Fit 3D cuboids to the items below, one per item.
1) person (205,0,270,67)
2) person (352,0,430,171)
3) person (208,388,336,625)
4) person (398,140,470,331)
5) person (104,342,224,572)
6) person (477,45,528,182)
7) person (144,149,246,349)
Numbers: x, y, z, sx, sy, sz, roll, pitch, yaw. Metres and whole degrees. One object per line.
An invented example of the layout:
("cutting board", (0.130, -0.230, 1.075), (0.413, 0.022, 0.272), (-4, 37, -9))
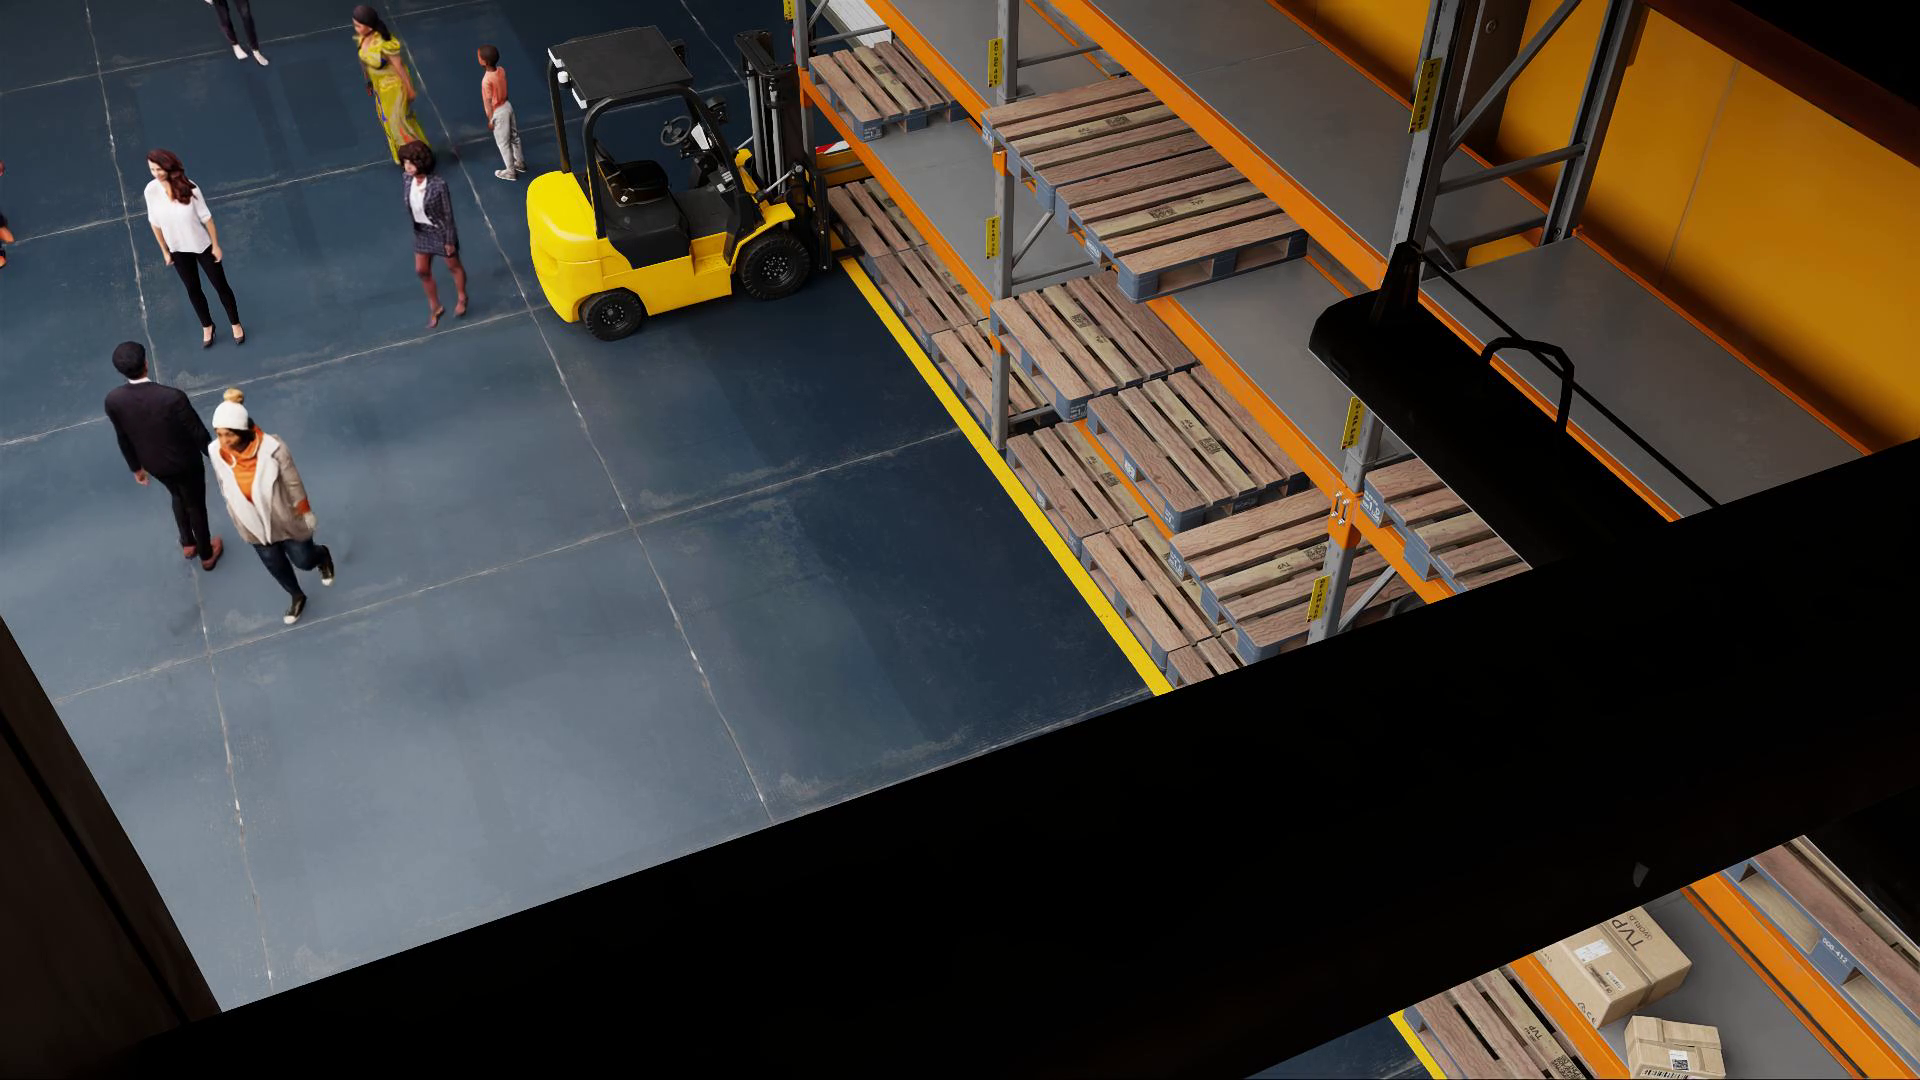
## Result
("person", (-7.557, -5.713, 16.934), (0.727, 1.724, 0.895), (-30, 51, -28))
("person", (-5.239, -4.216, 15.430), (0.931, 1.631, 1.012), (28, 50, 26))
("person", (-4.577, -0.277, 11.116), (0.869, 1.877, 0.952), (-1, 44, -1))
("person", (-4.247, -2.549, 13.644), (0.827, 1.681, 0.888), (16, 46, 16))
("person", (-5.407, -0.493, 11.349), (0.795, 1.869, 0.760), (-1, 44, -1))
("person", (-4.246, -3.962, 15.396), (0.615, 1.310, 0.552), (13, 45, 13))
("person", (-6.151, -2.336, 13.338), (0.666, 1.794, 0.611), (-6, 44, -6))
